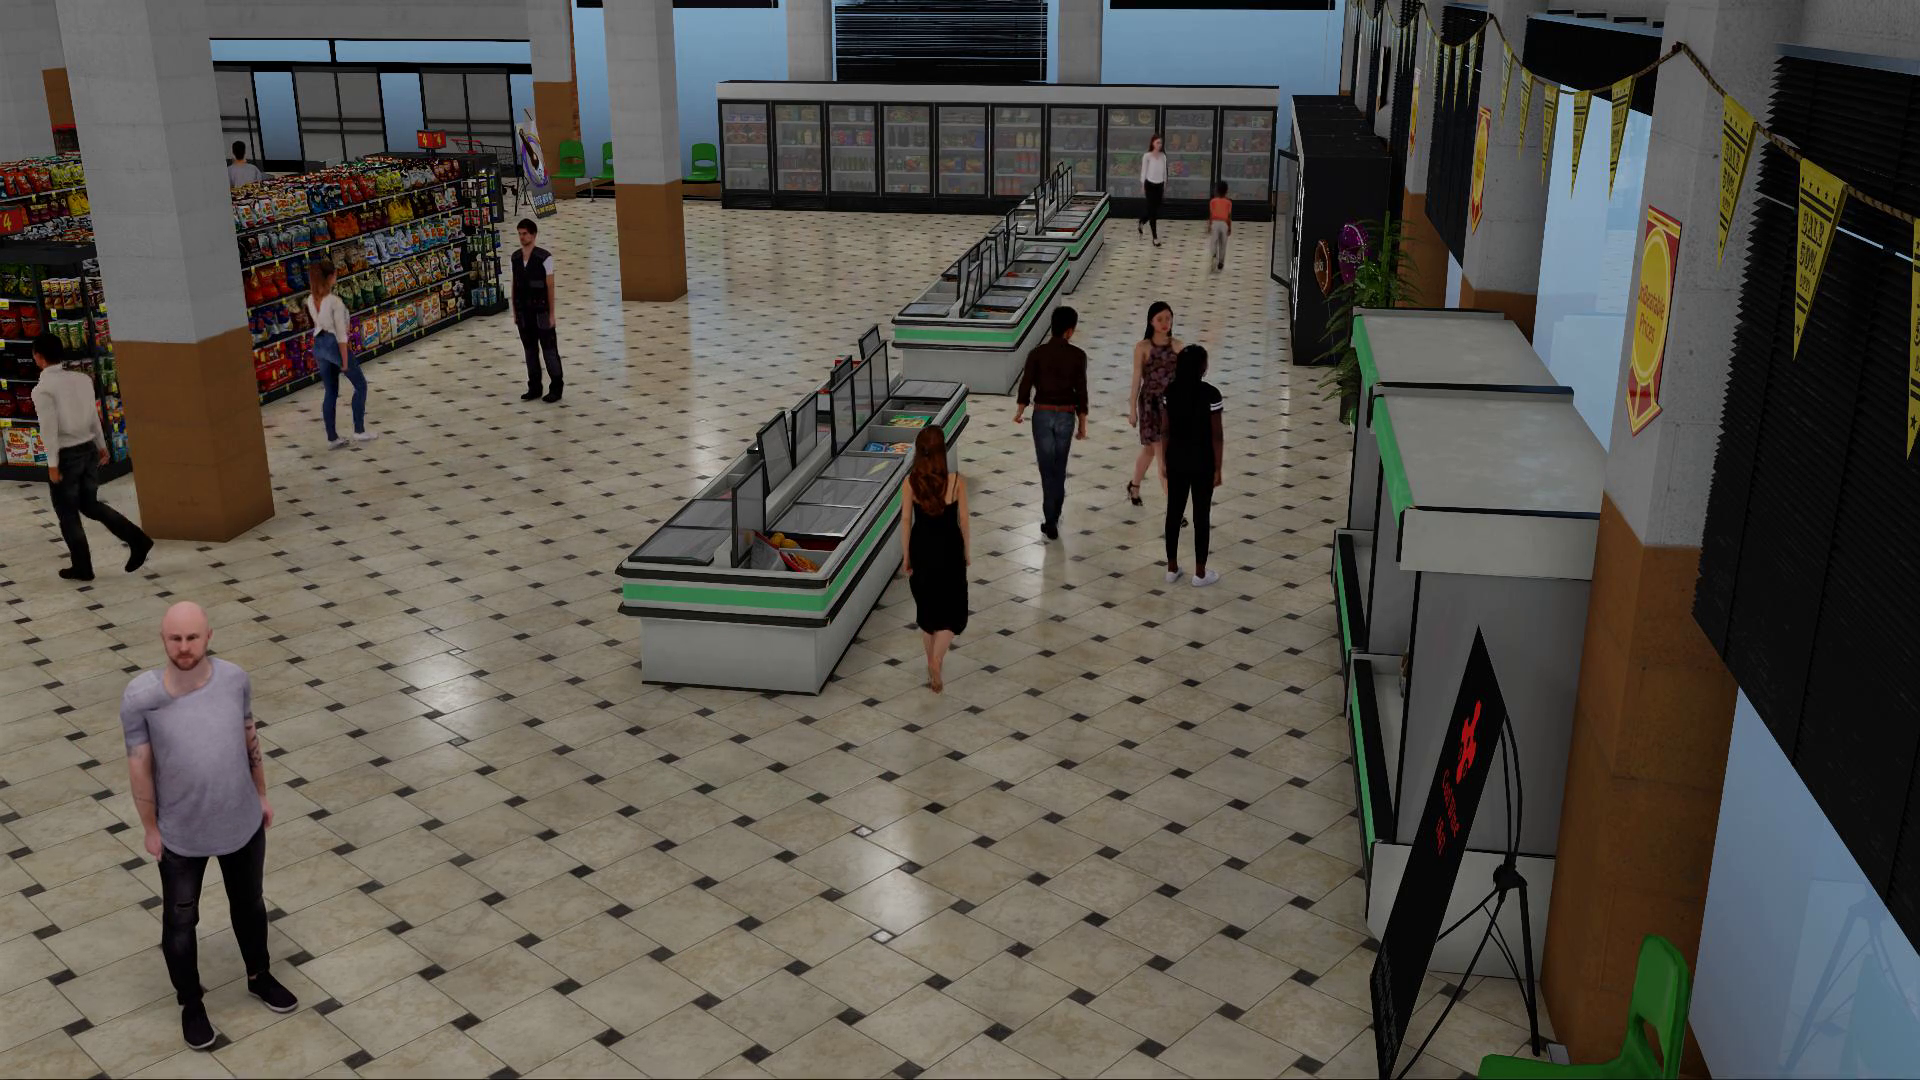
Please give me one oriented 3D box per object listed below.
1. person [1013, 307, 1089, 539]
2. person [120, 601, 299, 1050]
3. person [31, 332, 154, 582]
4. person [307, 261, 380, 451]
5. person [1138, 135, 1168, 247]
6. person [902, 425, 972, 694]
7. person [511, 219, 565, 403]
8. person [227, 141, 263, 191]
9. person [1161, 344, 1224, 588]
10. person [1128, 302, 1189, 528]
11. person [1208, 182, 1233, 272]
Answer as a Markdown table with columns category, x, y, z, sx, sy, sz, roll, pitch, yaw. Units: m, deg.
| category | x | y | z | sx | sy | sz | roll | pitch | yaw |
| --- | --- | --- | --- | --- | --- | --- | --- | --- | --- |
| person | 0.735 | -0.869 | 12.682 | 0.825 | 1.748 | 0.929 | -3 | 19 | -9 |
| person | -3.026 | 1.106 | 6.686 | 0.726 | 1.837 | 0.825 | -18 | 25 | -42 |
| person | -6.139 | -0.550 | 11.682 | 0.773 | 1.783 | 0.892 | 3 | 19 | 10 |
| person | -5.750 | -1.650 | 15.067 | 0.713 | 1.706 | 0.777 | 9 | 21 | 26 |
| person | 3.076 | -5.627 | 26.815 | 0.996 | 1.735 | 1.135 | -9 | 21 | -25 |
| person | -0.153 | 0.128 | 9.947 | 0.551 | 1.608 | 0.900 | 3 | 19 | 9 |
| person | -4.286 | -2.323 | 16.840 | 0.651 | 1.847 | 0.594 | 5 | 19 | 15 |
| person | -10.427 | -4.858 | 24.297 | 0.755 | 1.887 | 0.773 | -9 | 21 | -25 |
| person | 1.624 | -0.529 | 11.707 | 0.695 | 1.728 | 0.700 | 12 | 22 | 31 |
| person | 1.518 | -0.981 | 13.067 | 1.037 | 1.715 | 1.246 | -8 | 20 | -21 |
| person | 3.807 | -4.600 | 24.451 | 0.493 | 1.300 | 0.741 | 4 | 19 | 11 |
